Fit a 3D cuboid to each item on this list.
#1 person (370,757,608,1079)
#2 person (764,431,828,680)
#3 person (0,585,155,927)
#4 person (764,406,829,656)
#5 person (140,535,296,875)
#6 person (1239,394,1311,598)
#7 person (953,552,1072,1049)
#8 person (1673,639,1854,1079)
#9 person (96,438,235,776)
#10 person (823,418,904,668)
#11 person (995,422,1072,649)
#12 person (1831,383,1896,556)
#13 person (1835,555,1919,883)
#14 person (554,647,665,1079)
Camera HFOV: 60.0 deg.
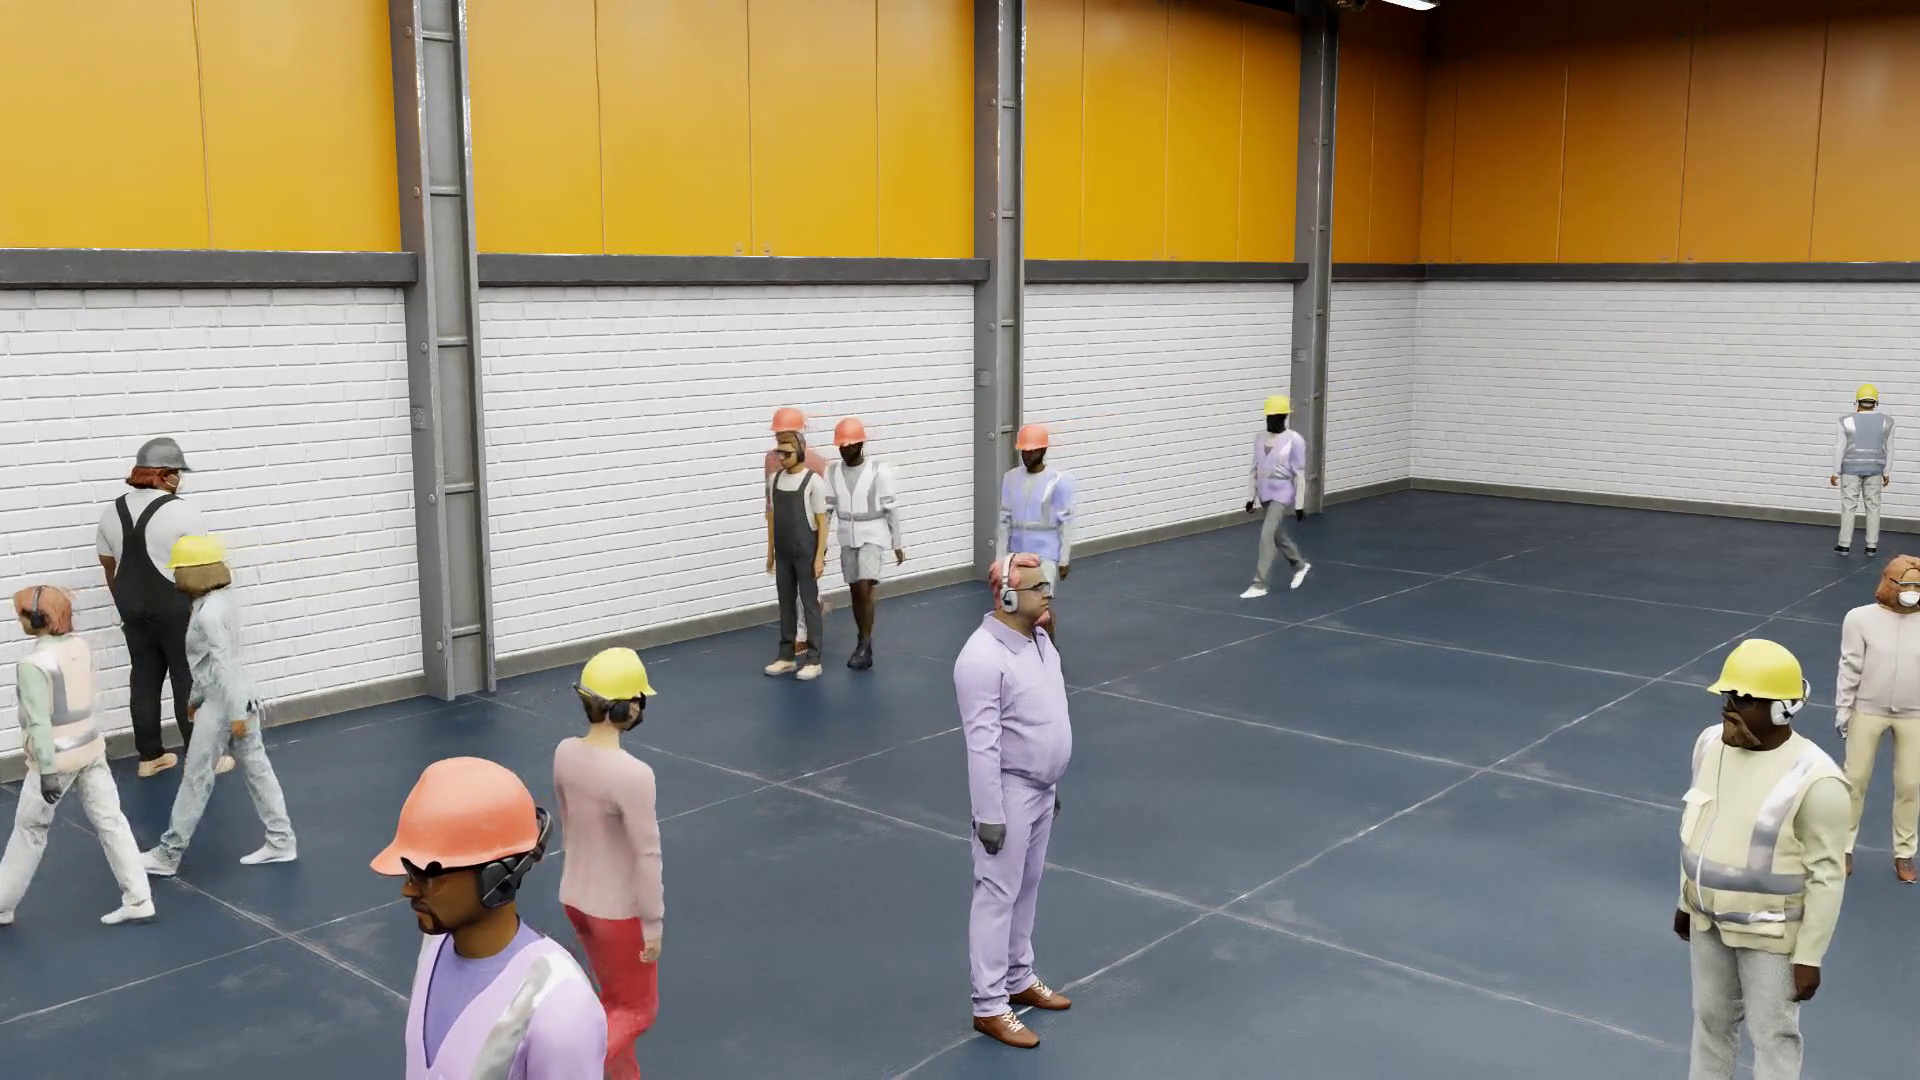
[{"bbox_3d":[-0.950,1.430,3.364,0.379,2.045,0.605,-8,12,-43],"label":"person"},{"bbox_3d":[-1.215,0.109,12.288,0.516,1.842,0.328,6,11,32],"label":"person"},{"bbox_3d":[-4.110,0.988,7.531,0.879,1.586,0.539,0,9,3],"label":"person"},{"bbox_3d":[-1.250,-0.091,13.143,0.640,1.972,0.677,6,11,32],"label":"person"},{"bbox_3d":[-3.754,0.821,8.243,0.805,1.703,0.502,-3,9,-16],"label":"person"},{"bbox_3d":[2.989,-0.428,15.537,0.919,1.901,0.595,-5,11,-31],"label":"person"},{"bbox_3d":[0.235,0.993,6.533,0.410,1.913,0.643,4,10,24],"label":"person"},{"bbox_3d":[2.533,1.217,5.364,0.404,1.834,0.591,-3,10,-18],"label":"person"},{"bbox_3d":[-4.691,0.395,9.877,0.683,2.000,0.536,2,9,14],"label":"person"},{"bbox_3d":[-0.792,0.029,12.614,0.613,1.898,0.819,3,10,21],"label":"person"},{"bbox_3d":[0.529,0.099,12.136,0.553,1.919,0.482,6,11,35],"label":"person"},{"bbox_3d":[9.573,-0.742,17.668,0.589,1.834,0.403,2,9,12],"label":"person"},{"bbox_3d":[4.584,0.874,8.184,0.505,1.628,0.276,4,10,22],"label":"person"},{"bbox_3d":[-1.226,1.232,5.568,0.526,1.745,0.640,8,12,42],"label":"person"}]
